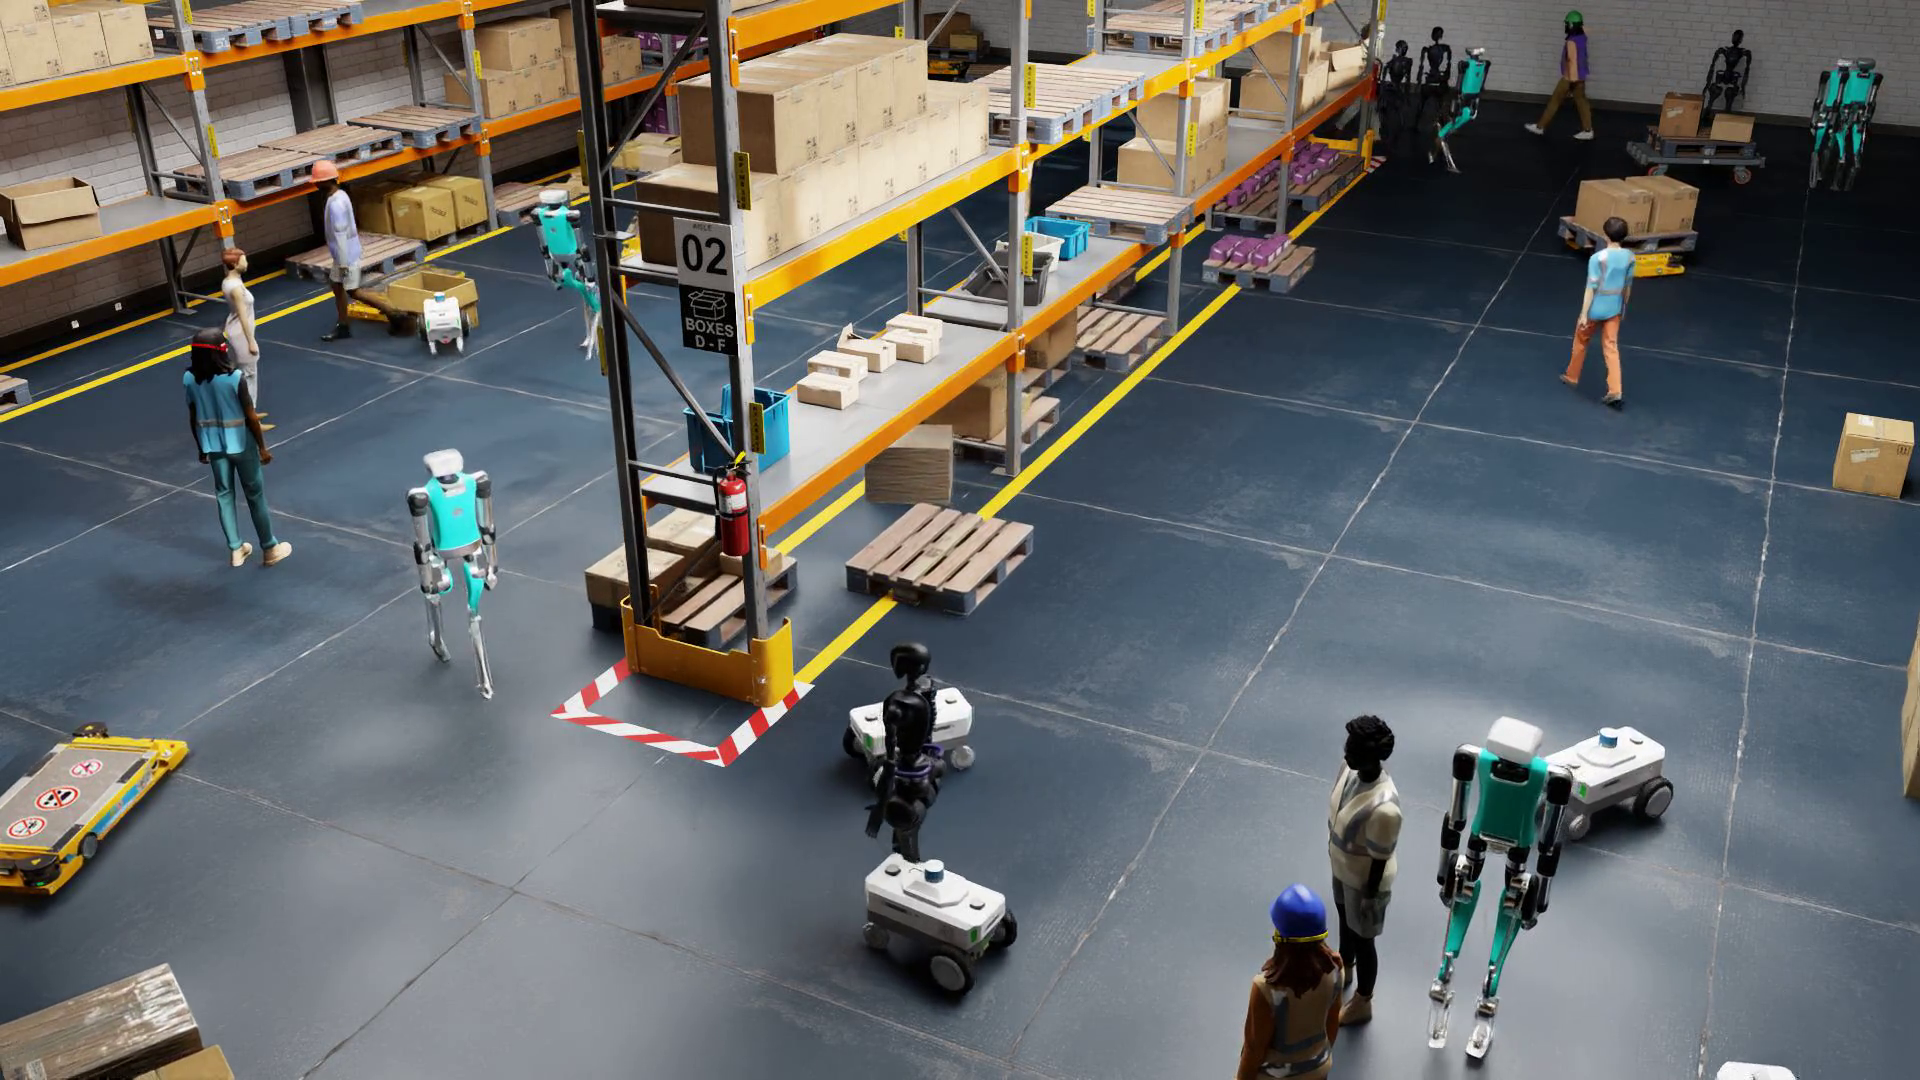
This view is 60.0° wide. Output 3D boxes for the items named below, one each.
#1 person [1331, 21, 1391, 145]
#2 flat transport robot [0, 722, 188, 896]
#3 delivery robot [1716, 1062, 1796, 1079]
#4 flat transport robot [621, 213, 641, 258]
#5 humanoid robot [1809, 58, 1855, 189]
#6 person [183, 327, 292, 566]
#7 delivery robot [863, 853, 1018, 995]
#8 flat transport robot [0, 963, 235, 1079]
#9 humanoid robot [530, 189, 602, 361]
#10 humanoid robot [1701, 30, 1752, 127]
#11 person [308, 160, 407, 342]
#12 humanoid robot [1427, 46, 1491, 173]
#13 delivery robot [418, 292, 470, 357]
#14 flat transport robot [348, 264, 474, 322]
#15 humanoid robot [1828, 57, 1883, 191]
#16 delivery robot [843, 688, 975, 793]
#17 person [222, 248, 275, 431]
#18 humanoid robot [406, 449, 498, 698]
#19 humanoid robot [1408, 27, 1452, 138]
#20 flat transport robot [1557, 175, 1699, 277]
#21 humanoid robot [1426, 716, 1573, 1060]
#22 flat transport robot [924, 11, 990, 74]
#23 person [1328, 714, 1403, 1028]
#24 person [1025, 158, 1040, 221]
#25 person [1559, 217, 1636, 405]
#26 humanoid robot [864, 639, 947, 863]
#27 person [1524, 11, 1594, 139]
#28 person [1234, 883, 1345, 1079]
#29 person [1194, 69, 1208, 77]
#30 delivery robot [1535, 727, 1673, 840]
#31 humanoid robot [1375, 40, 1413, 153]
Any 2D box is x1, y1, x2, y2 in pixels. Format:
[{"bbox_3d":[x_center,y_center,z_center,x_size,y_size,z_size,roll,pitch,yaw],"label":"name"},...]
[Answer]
[{"bbox_3d":[6.082,-6.898,24.964,0.982,1.825,0.565,15,30,28],"label":"person"},{"bbox_3d":[-5.180,1.541,9.666,0.659,0.231,1.431,3,26,6],"label":"flat transport robot"},{"bbox_3d":[3.492,2.618,7.163,0.499,0.590,0.793,4,27,7],"label":"delivery robot"},{"bbox_3d":[-3.710,-3.718,20.289,0.659,0.231,1.431,-1,26,-2],"label":"flat transport robot"},{"bbox_3d":[11.845,-5.687,22.685,0.530,1.843,0.870,9,28,17],"label":"humanoid robot"},{"bbox_3d":[-5.412,-0.674,12.341,0.529,1.866,0.396,2,26,3],"label":"person"},{"bbox_3d":[-0.129,1.910,8.571,0.747,0.570,0.499,16,30,28],"label":"delivery robot"},{"bbox_3d":[-3.513,2.918,6.883,1.431,0.231,0.659,-18,32,-32],"label":"flat transport robot"},{"bbox_3d":[-3.779,-2.668,16.561,0.554,1.789,0.865,9,28,18],"label":"humanoid robot"},{"bbox_3d":[11.530,-6.864,25.065,0.608,1.644,0.445,10,28,19],"label":"humanoid robot"},{"bbox_3d":[-6.164,-2.920,16.848,0.818,1.908,0.554,-8,27,-16],"label":"person"},{"bbox_3d":[6.935,-6.084,23.474,0.550,1.820,0.885,-13,29,-25],"label":"humanoid robot"},{"bbox_3d":[-5.272,-2.226,16.966,0.499,0.606,0.805,-8,27,-16],"label":"delivery robot"},{"bbox_3d":[-6.054,-2.719,18.271,0.659,0.231,1.431,10,28,19],"label":"flat transport robot"},{"bbox_3d":[11.912,-5.459,22.165,0.540,1.811,0.667,4,27,8],"label":"humanoid robot"},{"bbox_3d":[-0.321,1.176,10.103,0.802,0.614,0.499,-10,28,-20],"label":"delivery robot"},{"bbox_3d":[-6.392,-1.786,14.837,0.322,1.649,0.452,-15,30,-27],"label":"person"},{"bbox_3d":[-3.392,0.132,10.909,0.537,1.772,0.974,-18,32,-32],"label":"humanoid robot"},{"bbox_3d":[7.205,-6.958,25.297,0.610,1.628,0.768,-8,28,-16],"label":"humanoid robot"},{"bbox_3d":[7.851,-3.414,19.674,0.659,0.231,1.431,-6,27,-12],"label":"flat transport robot"},{"bbox_3d":[2.410,1.704,7.654,0.532,1.780,0.678,13,29,24],"label":"humanoid robot"},{"bbox_3d":[-0.167,-8.746,30.444,0.659,0.231,1.431,7,27,13],"label":"flat transport robot"},{"bbox_3d":[1.914,1.573,7.996,0.320,1.692,0.534,-3,27,-6],"label":"person"},{"bbox_3d":[0.731,-4.831,20.908,0.573,1.710,0.869,5,27,9],"label":"person"},{"bbox_3d":[6.000,-2.135,15.442,0.502,1.732,0.880,-4,27,-9],"label":"person"},{"bbox_3d":[-0.280,1.273,8.658,0.625,1.640,0.601,12,29,22],"label":"humanoid robot"},{"bbox_3d":[9.250,-7.040,25.194,1.055,1.859,0.548,19,32,33],"label":"person"},{"bbox_3d":[1.312,2.143,6.748,0.468,1.778,0.310,-12,29,-23],"label":"person"},{"bbox_3d":[3.188,-5.615,22.290,0.651,1.889,0.437,13,29,24],"label":"person"},{"bbox_3d":[3.748,1.371,9.692,0.797,0.599,0.499,-14,30,-26],"label":"delivery robot"},{"bbox_3d":[6.326,-6.470,24.273,0.612,1.631,0.437,-14,30,-26],"label":"humanoid robot"}]
